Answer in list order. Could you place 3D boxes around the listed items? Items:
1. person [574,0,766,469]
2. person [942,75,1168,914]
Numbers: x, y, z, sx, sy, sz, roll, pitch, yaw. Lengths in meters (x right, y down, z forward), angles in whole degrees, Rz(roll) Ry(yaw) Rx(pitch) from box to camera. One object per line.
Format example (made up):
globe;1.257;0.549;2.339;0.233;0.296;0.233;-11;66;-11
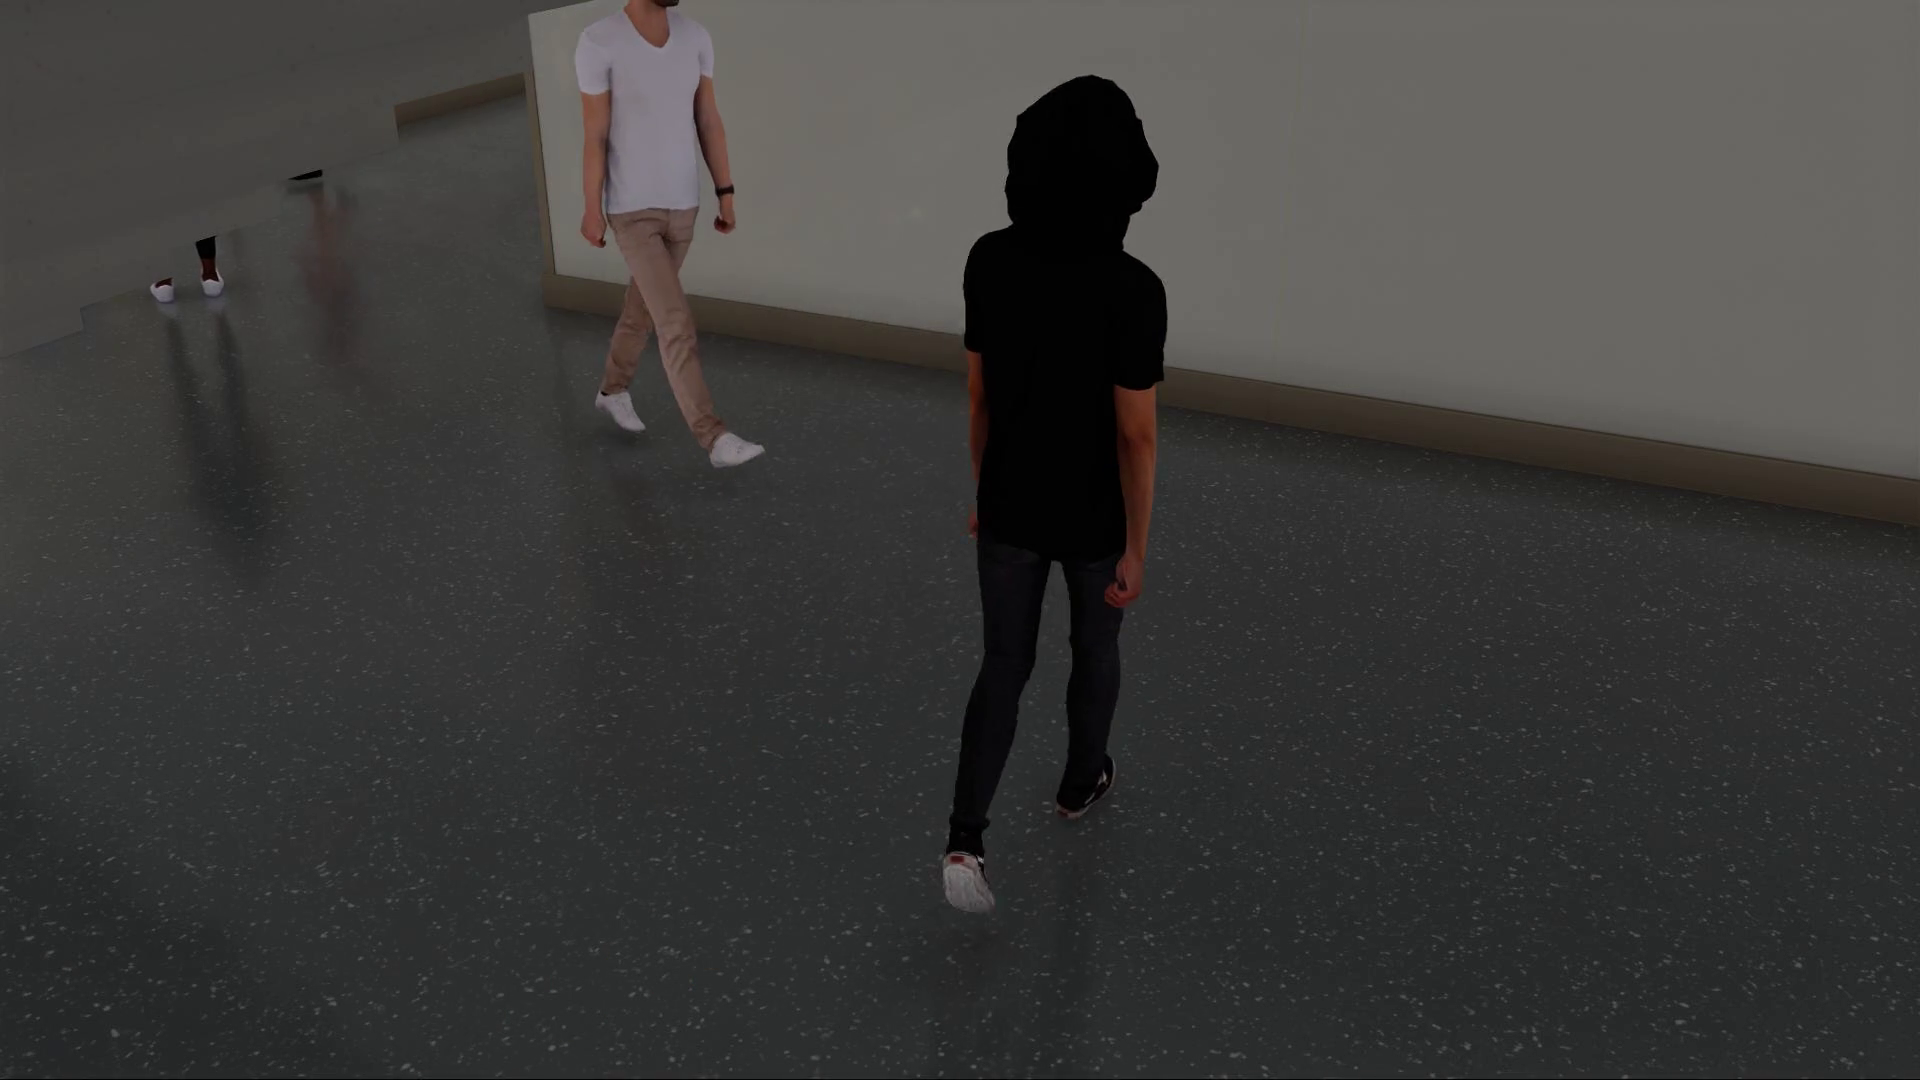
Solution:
person;-1.144;-1.186;5.940;0.977;1.826;1.327;-22;34;-38
person;0.164;-0.039;3.576;1.004;1.801;0.704;10;28;20
